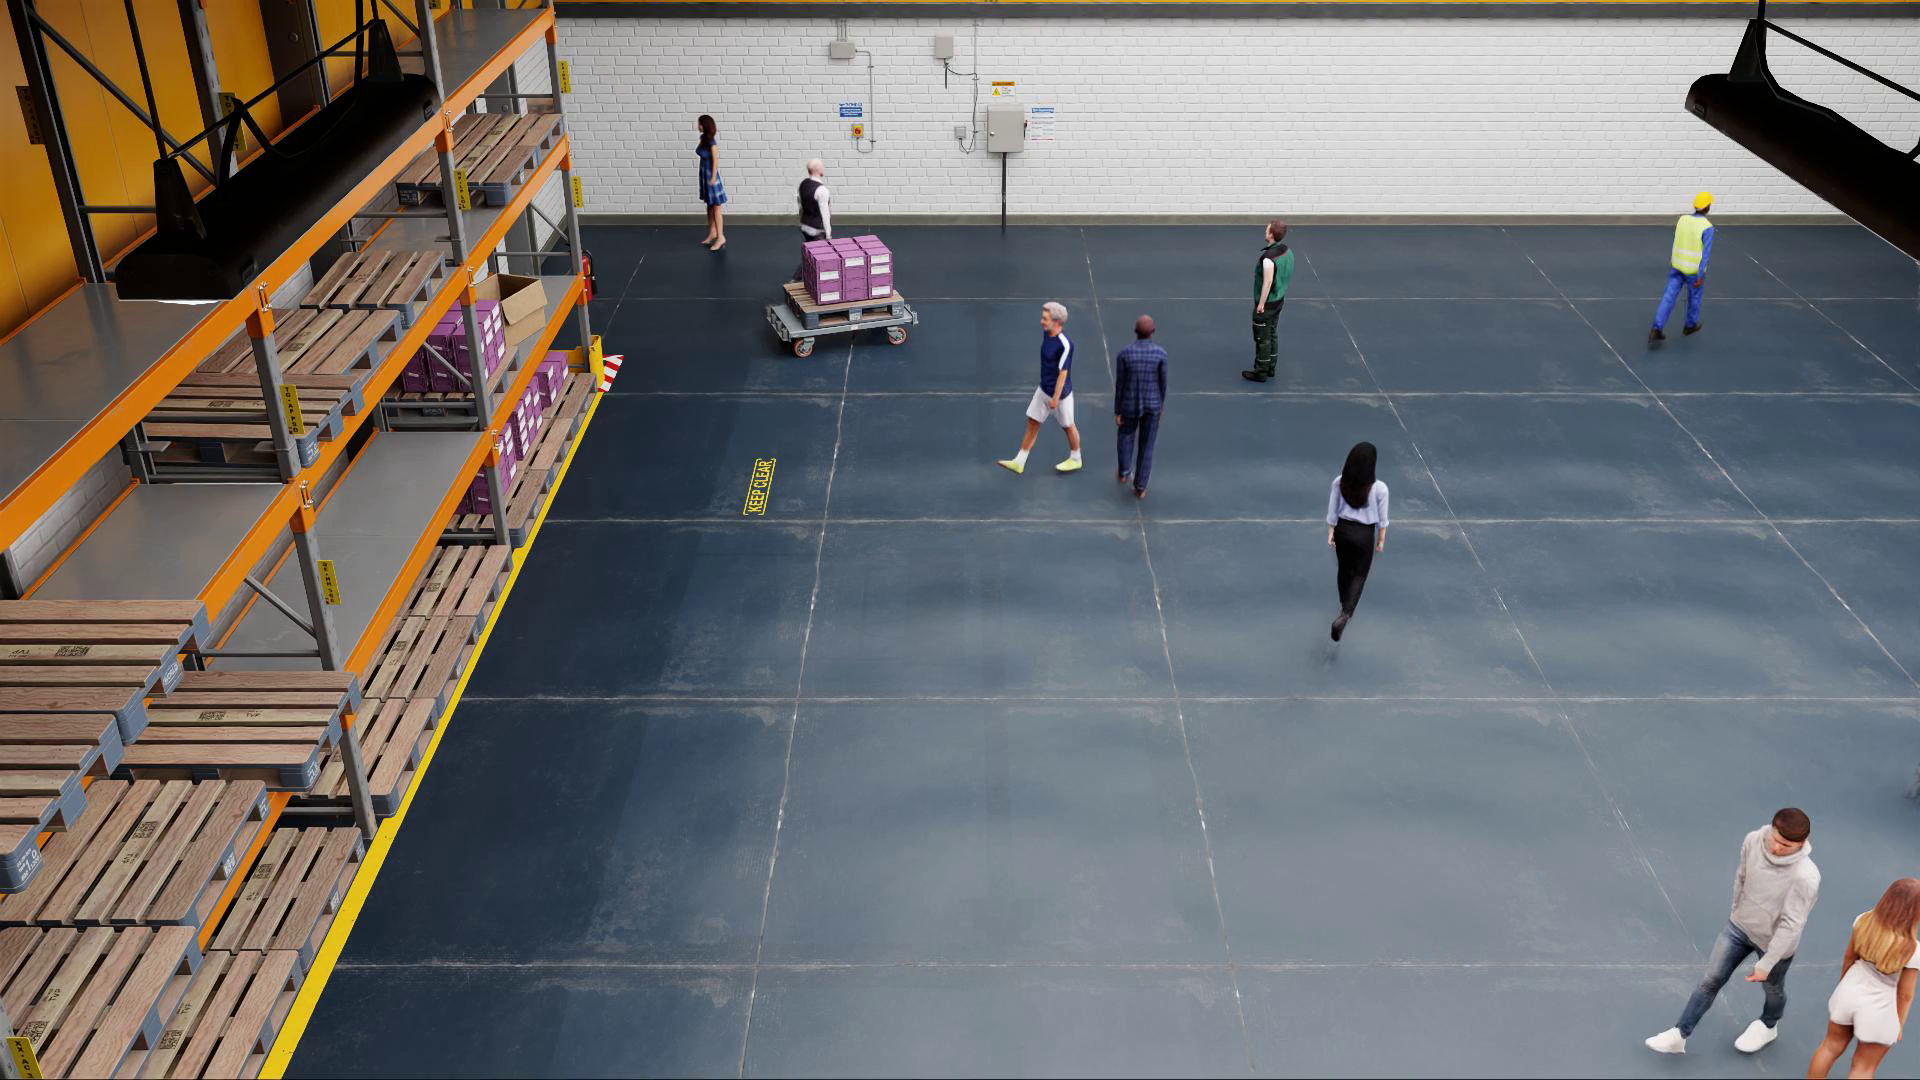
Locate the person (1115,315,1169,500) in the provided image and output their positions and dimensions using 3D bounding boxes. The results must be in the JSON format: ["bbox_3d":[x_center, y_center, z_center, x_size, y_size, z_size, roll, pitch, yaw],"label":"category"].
[{"bbox_3d":[1.736,-1.240,15.837,0.661,1.795,0.849,2,29,3],"label":"person"}]

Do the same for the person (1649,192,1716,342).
[{"bbox_3d":[8.386,-3.126,19.317,1.215,1.773,1.221,-21,35,-33],"label":"person"}]

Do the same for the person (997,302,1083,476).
[{"bbox_3d":[1.011,-1.460,16.239,1.046,1.796,1.155,-13,31,-23],"label":"person"}]

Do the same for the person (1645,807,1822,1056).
[{"bbox_3d":[4.648,2.235,9.463,1.079,1.799,1.184,-14,32,-24],"label":"person"}]

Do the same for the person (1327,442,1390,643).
[{"bbox_3d":[3.194,0.039,13.570,0.935,1.721,1.158,12,31,21],"label":"person"}]

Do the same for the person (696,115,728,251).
[{"bbox_3d":[-3.375,-4.822,22.393,0.784,1.806,0.671,-15,32,-25],"label":"person"}]

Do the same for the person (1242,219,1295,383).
[{"bbox_3d":[3.406,-2.655,18.380,0.808,1.843,0.719,19,34,31],"label":"person"}]

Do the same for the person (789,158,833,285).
[{"bbox_3d":[-1.840,-3.762,20.450,1.016,1.805,0.971,-22,35,-34],"label":"person"}]

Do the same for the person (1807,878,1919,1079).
[{"bbox_3d":[4.925,2.530,9.030,0.707,1.695,0.606,-12,31,-21],"label":"person"}]
